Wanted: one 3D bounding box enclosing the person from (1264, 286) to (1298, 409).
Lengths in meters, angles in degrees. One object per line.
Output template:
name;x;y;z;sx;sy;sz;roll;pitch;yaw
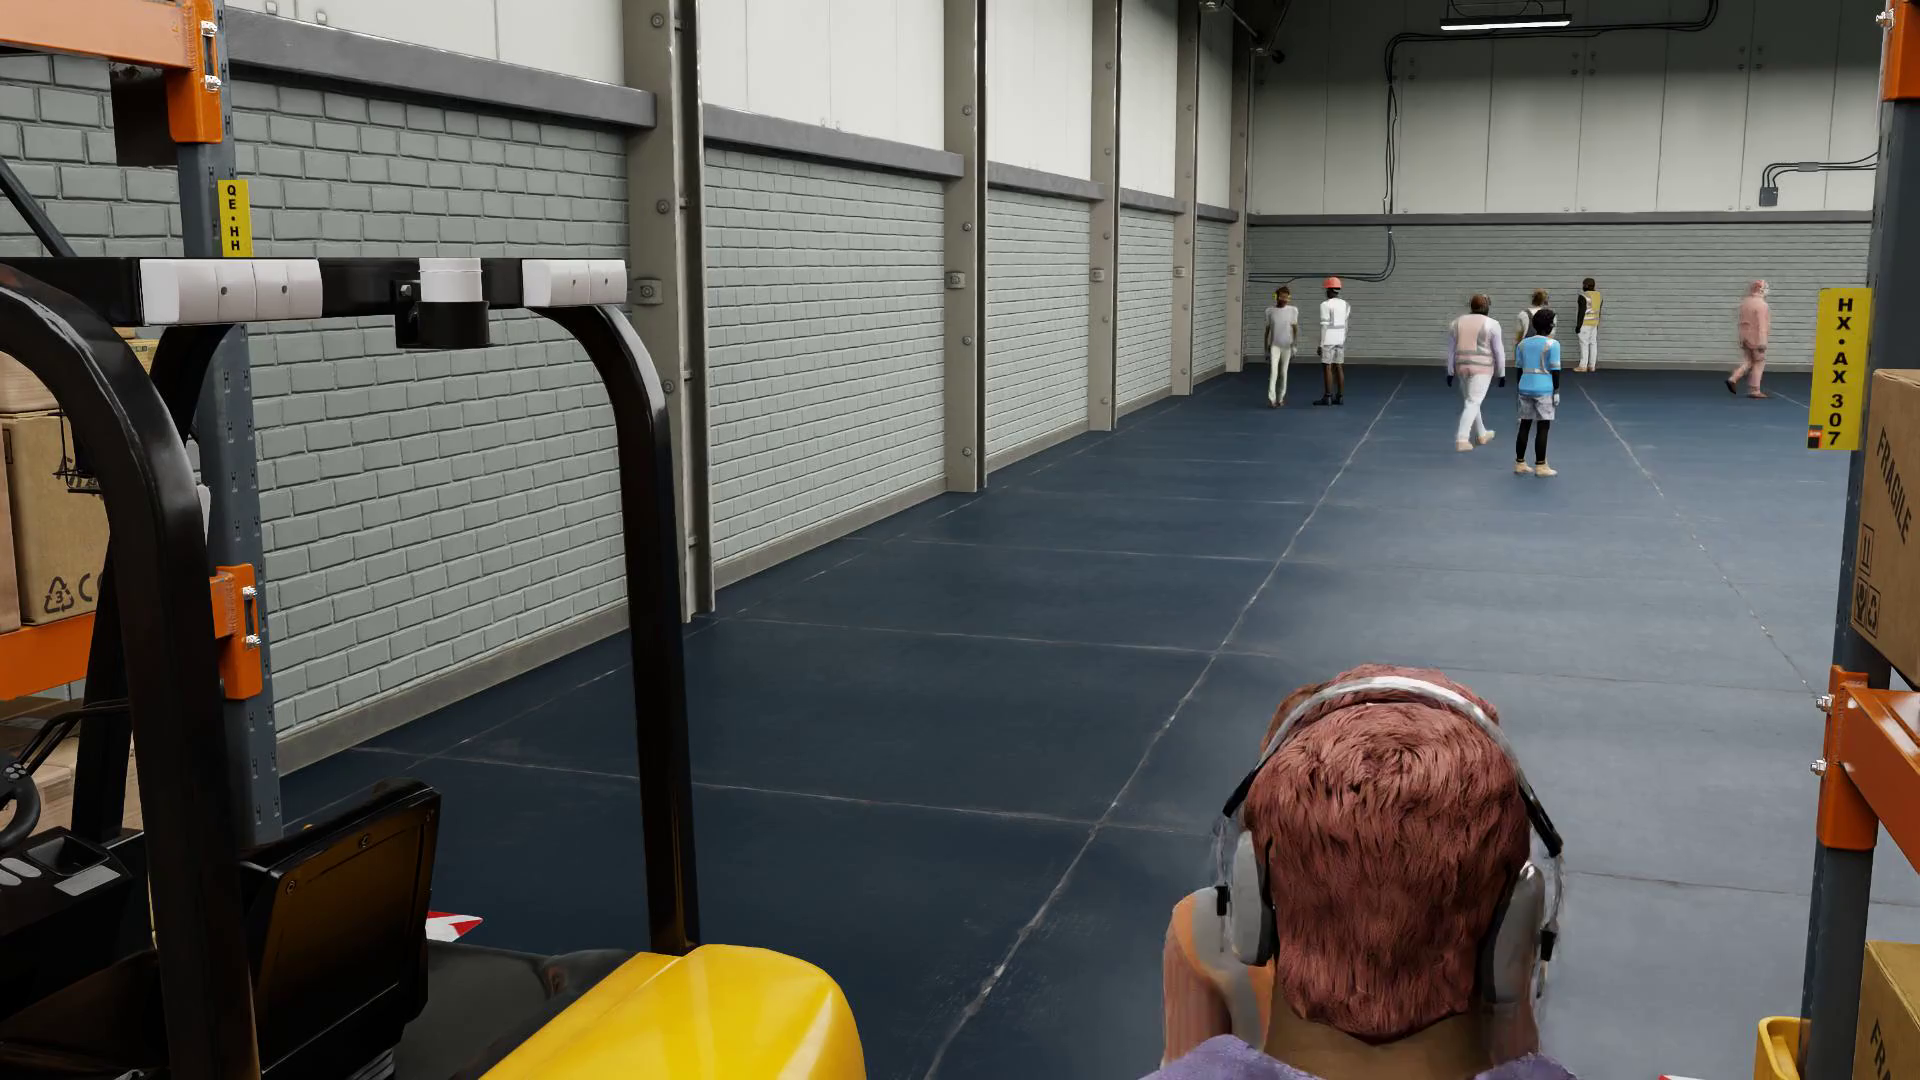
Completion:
person;4.760;-2.867;24.734;0.481;1.814;0.968;1;10;5

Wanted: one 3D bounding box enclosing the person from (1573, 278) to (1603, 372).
person;12.333;-4.230;32.724;0.625;1.843;0.430;-6;11;-31

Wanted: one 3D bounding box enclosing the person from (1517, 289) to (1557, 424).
person;7.708;-2.454;22.275;0.535;1.791;0.982;6;11;30

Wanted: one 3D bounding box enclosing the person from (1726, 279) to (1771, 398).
person;12.559;-3.181;26.331;0.547;1.886;0.660;0;10;0

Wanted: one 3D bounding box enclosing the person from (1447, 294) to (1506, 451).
person;6.006;-1.942;19.250;0.974;1.786;0.654;-7;12;-37

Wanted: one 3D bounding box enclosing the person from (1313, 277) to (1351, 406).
person;5.582;-2.972;25.041;0.595;1.924;0.396;-6;11;-32

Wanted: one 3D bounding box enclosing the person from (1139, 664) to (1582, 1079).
person;0.344;1.022;1.360;0.663;1.876;0.824;3;10;17

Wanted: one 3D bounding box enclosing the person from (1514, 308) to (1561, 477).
person;5.849;-1.487;16.819;0.317;1.695;0.540;-5;11;-29

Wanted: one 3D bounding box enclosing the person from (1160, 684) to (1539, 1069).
person;0.532;1.000;2.330;0.514;1.589;0.885;3;10;18
